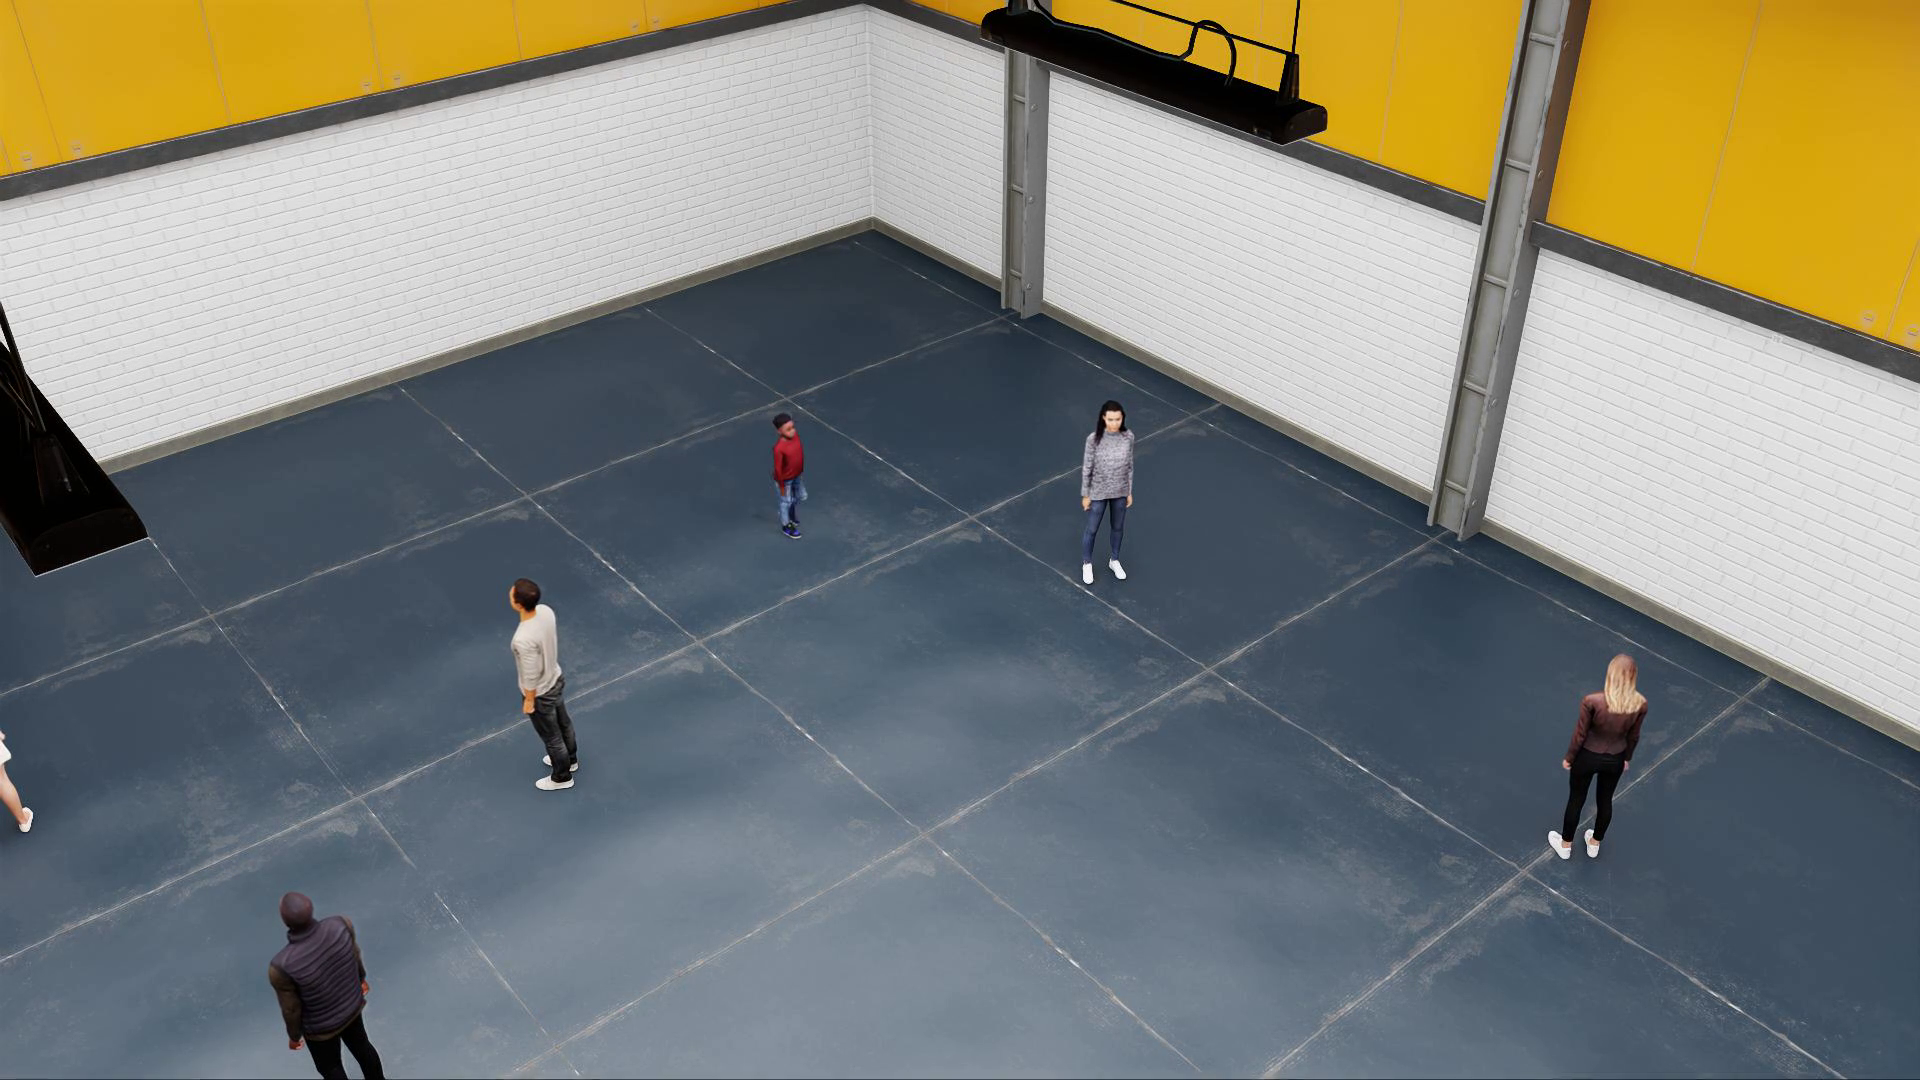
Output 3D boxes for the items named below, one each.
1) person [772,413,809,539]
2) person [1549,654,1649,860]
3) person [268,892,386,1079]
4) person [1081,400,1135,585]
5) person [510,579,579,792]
[{"bbox_3d":[-1.600,-0.608,14.988,0.623,1.248,0.598,17,37,24],"label":"person"},{"bbox_3d":[4.386,1.497,11.410,0.670,1.704,0.705,0,34,0],"label":"person"},{"bbox_3d":[-3.599,2.694,9.490,0.682,1.835,0.763,19,38,26],"label":"person"},{"bbox_3d":[1.272,-0.433,14.287,0.690,1.732,0.678,-7,34,-10],"label":"person"},{"bbox_3d":[-2.999,1.035,12.007,0.772,1.811,0.727,5,34,7],"label":"person"}]
